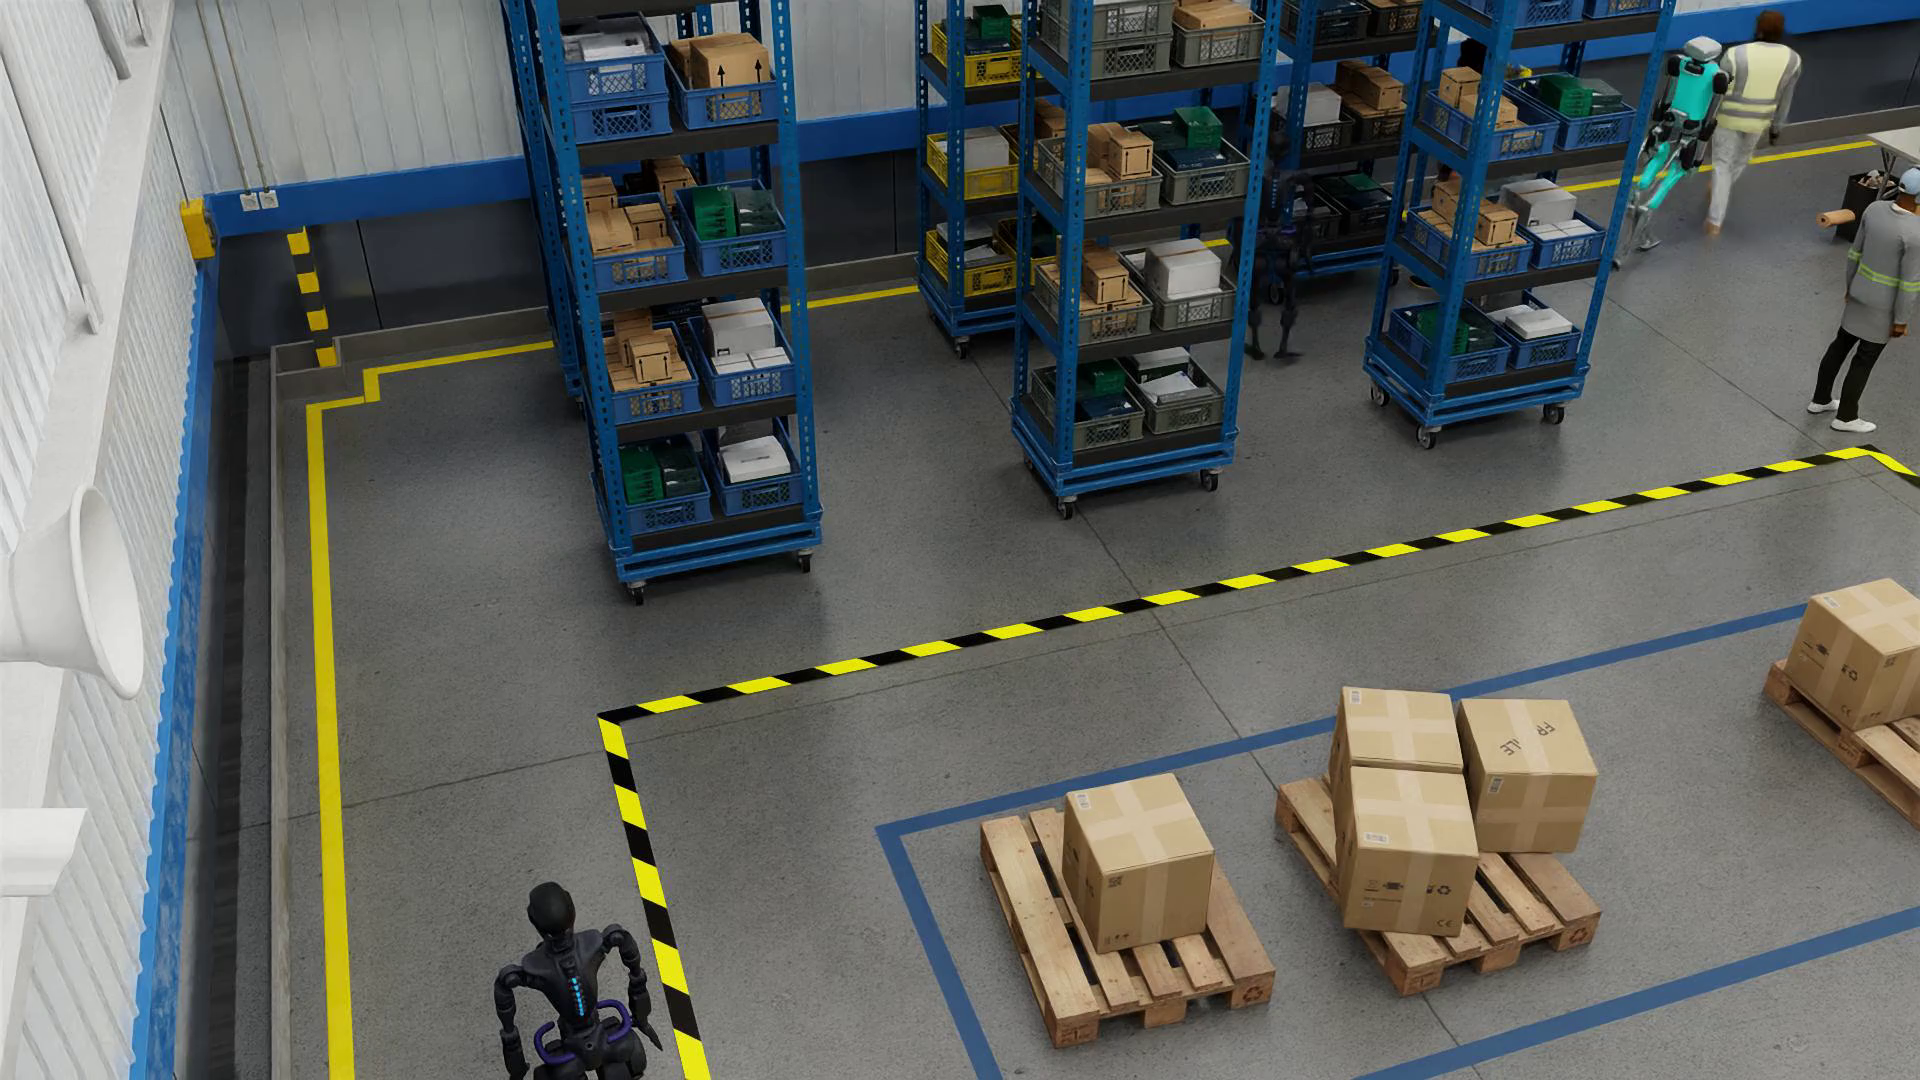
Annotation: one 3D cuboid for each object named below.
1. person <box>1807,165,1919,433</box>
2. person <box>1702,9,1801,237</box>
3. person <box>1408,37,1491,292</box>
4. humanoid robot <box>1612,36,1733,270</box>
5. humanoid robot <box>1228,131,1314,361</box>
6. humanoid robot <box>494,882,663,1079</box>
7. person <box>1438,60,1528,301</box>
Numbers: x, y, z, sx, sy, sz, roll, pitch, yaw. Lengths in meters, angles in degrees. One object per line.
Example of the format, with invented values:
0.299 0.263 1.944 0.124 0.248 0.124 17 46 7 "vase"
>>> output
6.034 -1.581 10.923 0.375 1.852 0.588 -8 36 -11 "person"
6.371 -3.464 13.642 0.631 1.803 0.880 0 35 0 "person"
3.770 -2.836 12.605 0.366 1.965 0.606 24 42 30 "person"
5.445 -2.975 13.065 0.830 1.859 0.554 -20 40 -26 "humanoid robot"
2.202 -2.052 11.747 0.602 1.644 0.425 8 36 11 "humanoid robot"
-1.394 1.892 6.136 0.599 1.659 0.315 -18 39 -23 "humanoid robot"
3.892 -2.651 12.415 0.634 1.888 1.021 16 38 21 "person"
